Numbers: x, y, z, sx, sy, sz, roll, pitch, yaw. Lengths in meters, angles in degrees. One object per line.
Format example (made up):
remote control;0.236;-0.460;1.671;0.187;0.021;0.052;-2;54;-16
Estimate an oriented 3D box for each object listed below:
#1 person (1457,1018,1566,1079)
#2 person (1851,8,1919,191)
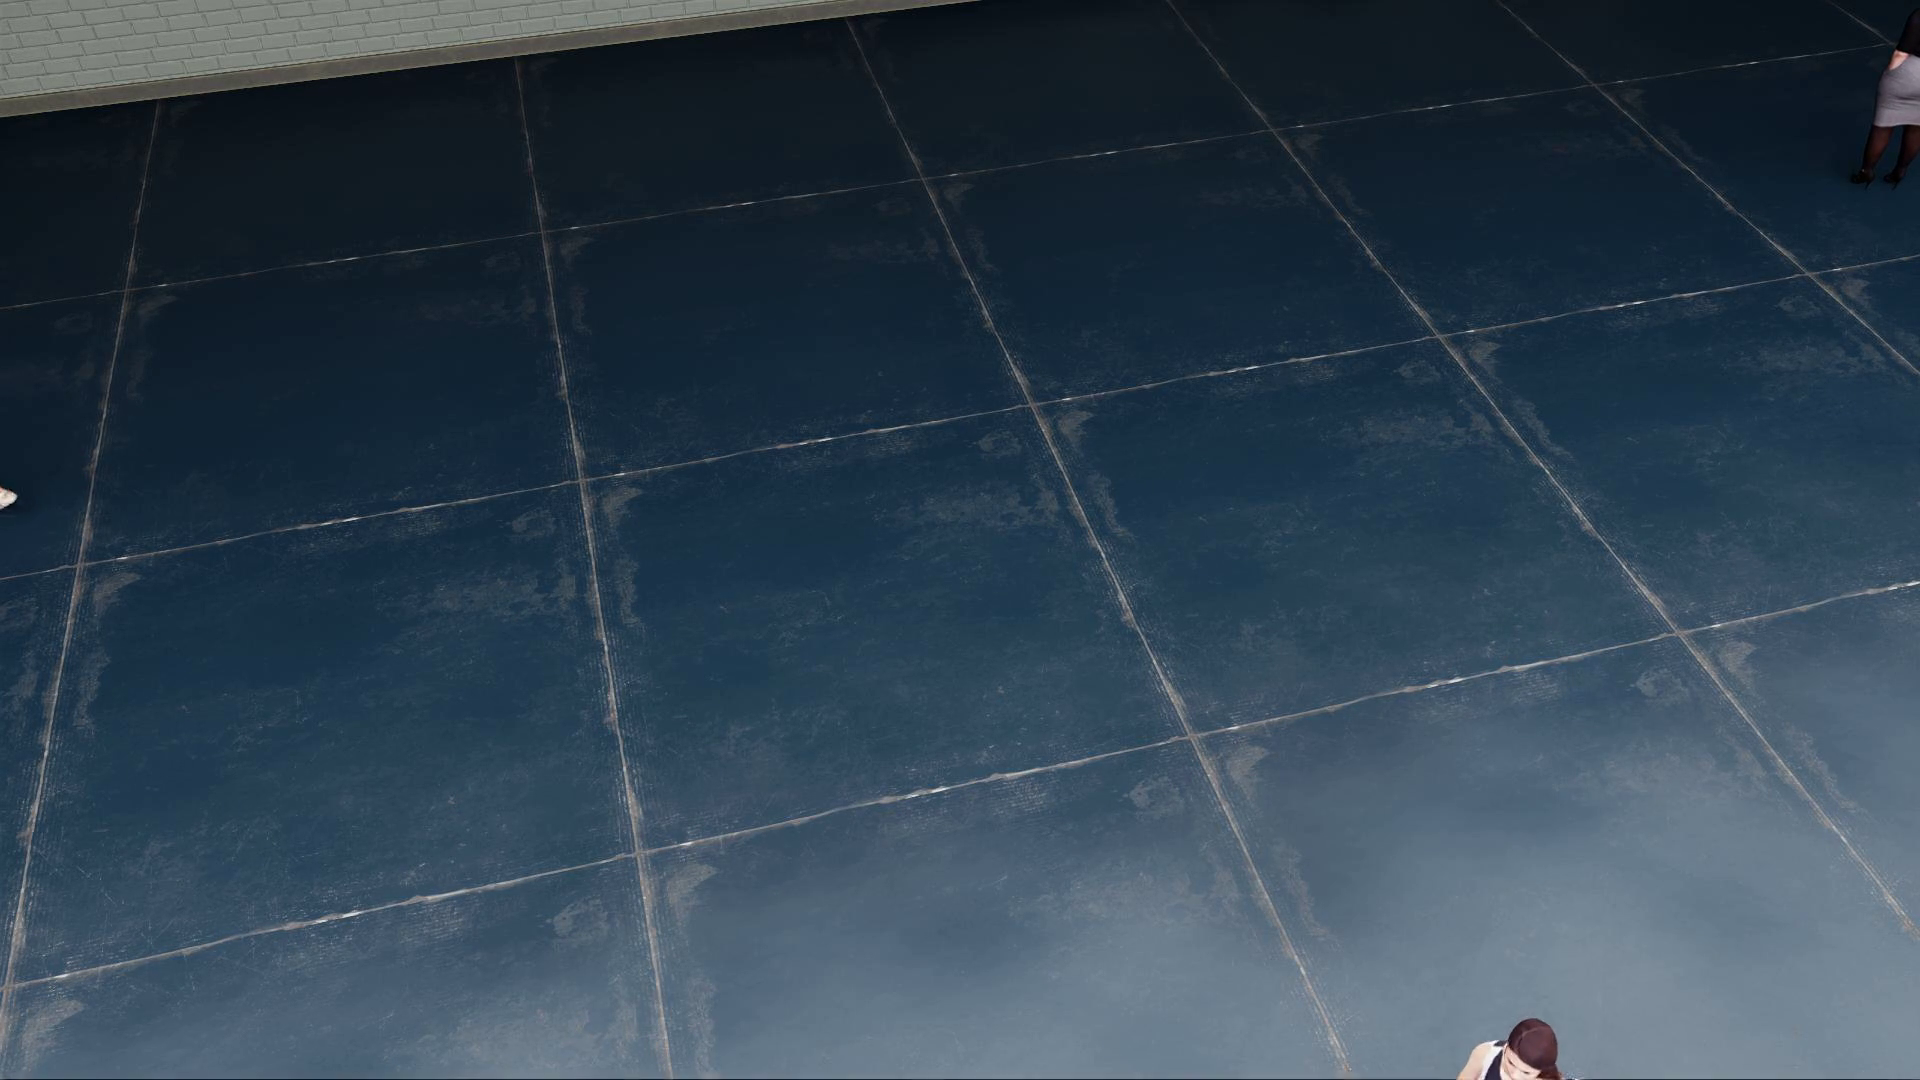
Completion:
person;2.148;2.288;6.555;0.975;1.612;1.046;20;47;20
person;7.256;-3.474;12.620;0.739;1.756;0.728;2;43;3
